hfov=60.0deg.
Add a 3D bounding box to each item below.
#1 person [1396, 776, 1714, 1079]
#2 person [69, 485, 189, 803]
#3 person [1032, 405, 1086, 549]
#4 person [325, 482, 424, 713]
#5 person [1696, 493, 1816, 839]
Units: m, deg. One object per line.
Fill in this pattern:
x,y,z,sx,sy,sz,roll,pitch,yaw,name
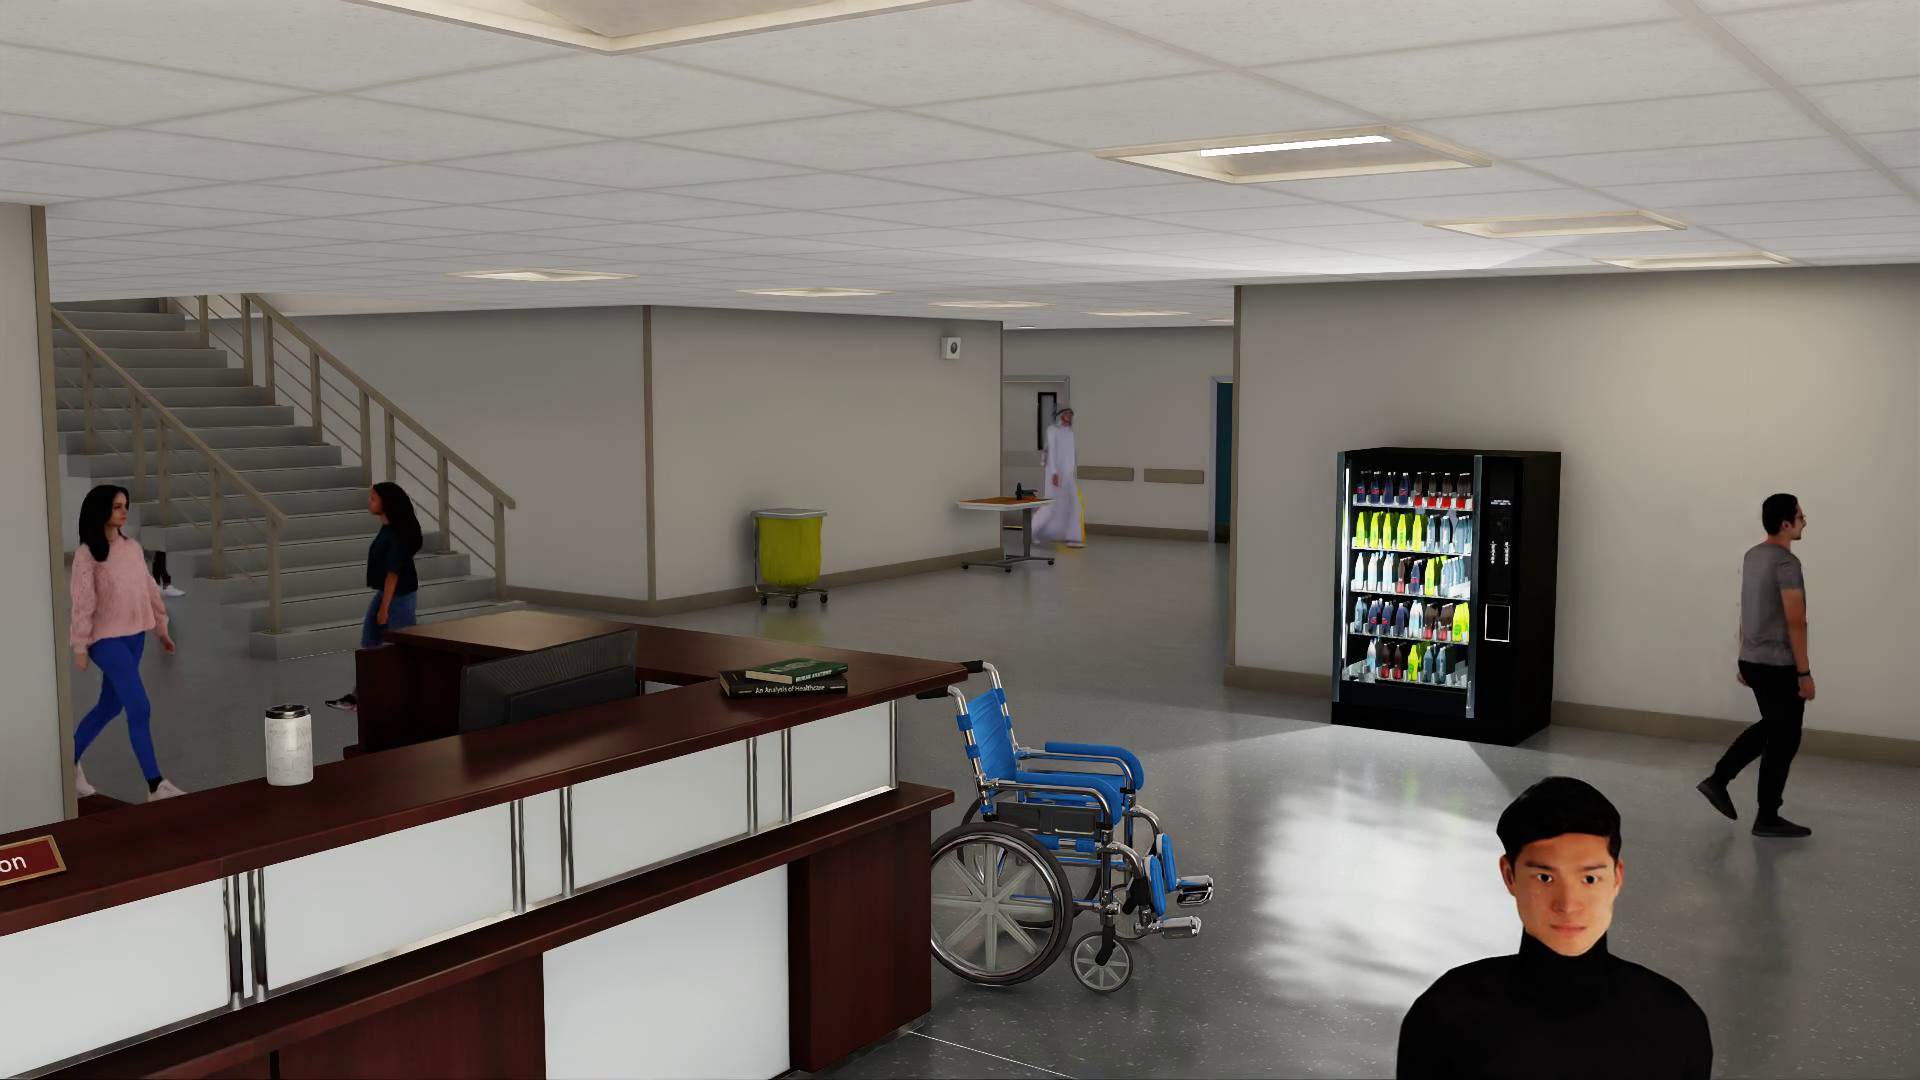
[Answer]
0.944,1.226,2.664,0.649,1.722,0.786,1,6,6,person
-4.615,0.591,8.945,1.255,1.729,0.962,1,6,12,person
1.271,-0.832,22.282,0.876,1.890,1.284,-5,8,-40,person
-3.770,0.417,11.362,0.916,1.591,0.968,-3,6,-28,person
4.025,0.640,8.401,0.885,1.739,0.807,0,6,3,person
